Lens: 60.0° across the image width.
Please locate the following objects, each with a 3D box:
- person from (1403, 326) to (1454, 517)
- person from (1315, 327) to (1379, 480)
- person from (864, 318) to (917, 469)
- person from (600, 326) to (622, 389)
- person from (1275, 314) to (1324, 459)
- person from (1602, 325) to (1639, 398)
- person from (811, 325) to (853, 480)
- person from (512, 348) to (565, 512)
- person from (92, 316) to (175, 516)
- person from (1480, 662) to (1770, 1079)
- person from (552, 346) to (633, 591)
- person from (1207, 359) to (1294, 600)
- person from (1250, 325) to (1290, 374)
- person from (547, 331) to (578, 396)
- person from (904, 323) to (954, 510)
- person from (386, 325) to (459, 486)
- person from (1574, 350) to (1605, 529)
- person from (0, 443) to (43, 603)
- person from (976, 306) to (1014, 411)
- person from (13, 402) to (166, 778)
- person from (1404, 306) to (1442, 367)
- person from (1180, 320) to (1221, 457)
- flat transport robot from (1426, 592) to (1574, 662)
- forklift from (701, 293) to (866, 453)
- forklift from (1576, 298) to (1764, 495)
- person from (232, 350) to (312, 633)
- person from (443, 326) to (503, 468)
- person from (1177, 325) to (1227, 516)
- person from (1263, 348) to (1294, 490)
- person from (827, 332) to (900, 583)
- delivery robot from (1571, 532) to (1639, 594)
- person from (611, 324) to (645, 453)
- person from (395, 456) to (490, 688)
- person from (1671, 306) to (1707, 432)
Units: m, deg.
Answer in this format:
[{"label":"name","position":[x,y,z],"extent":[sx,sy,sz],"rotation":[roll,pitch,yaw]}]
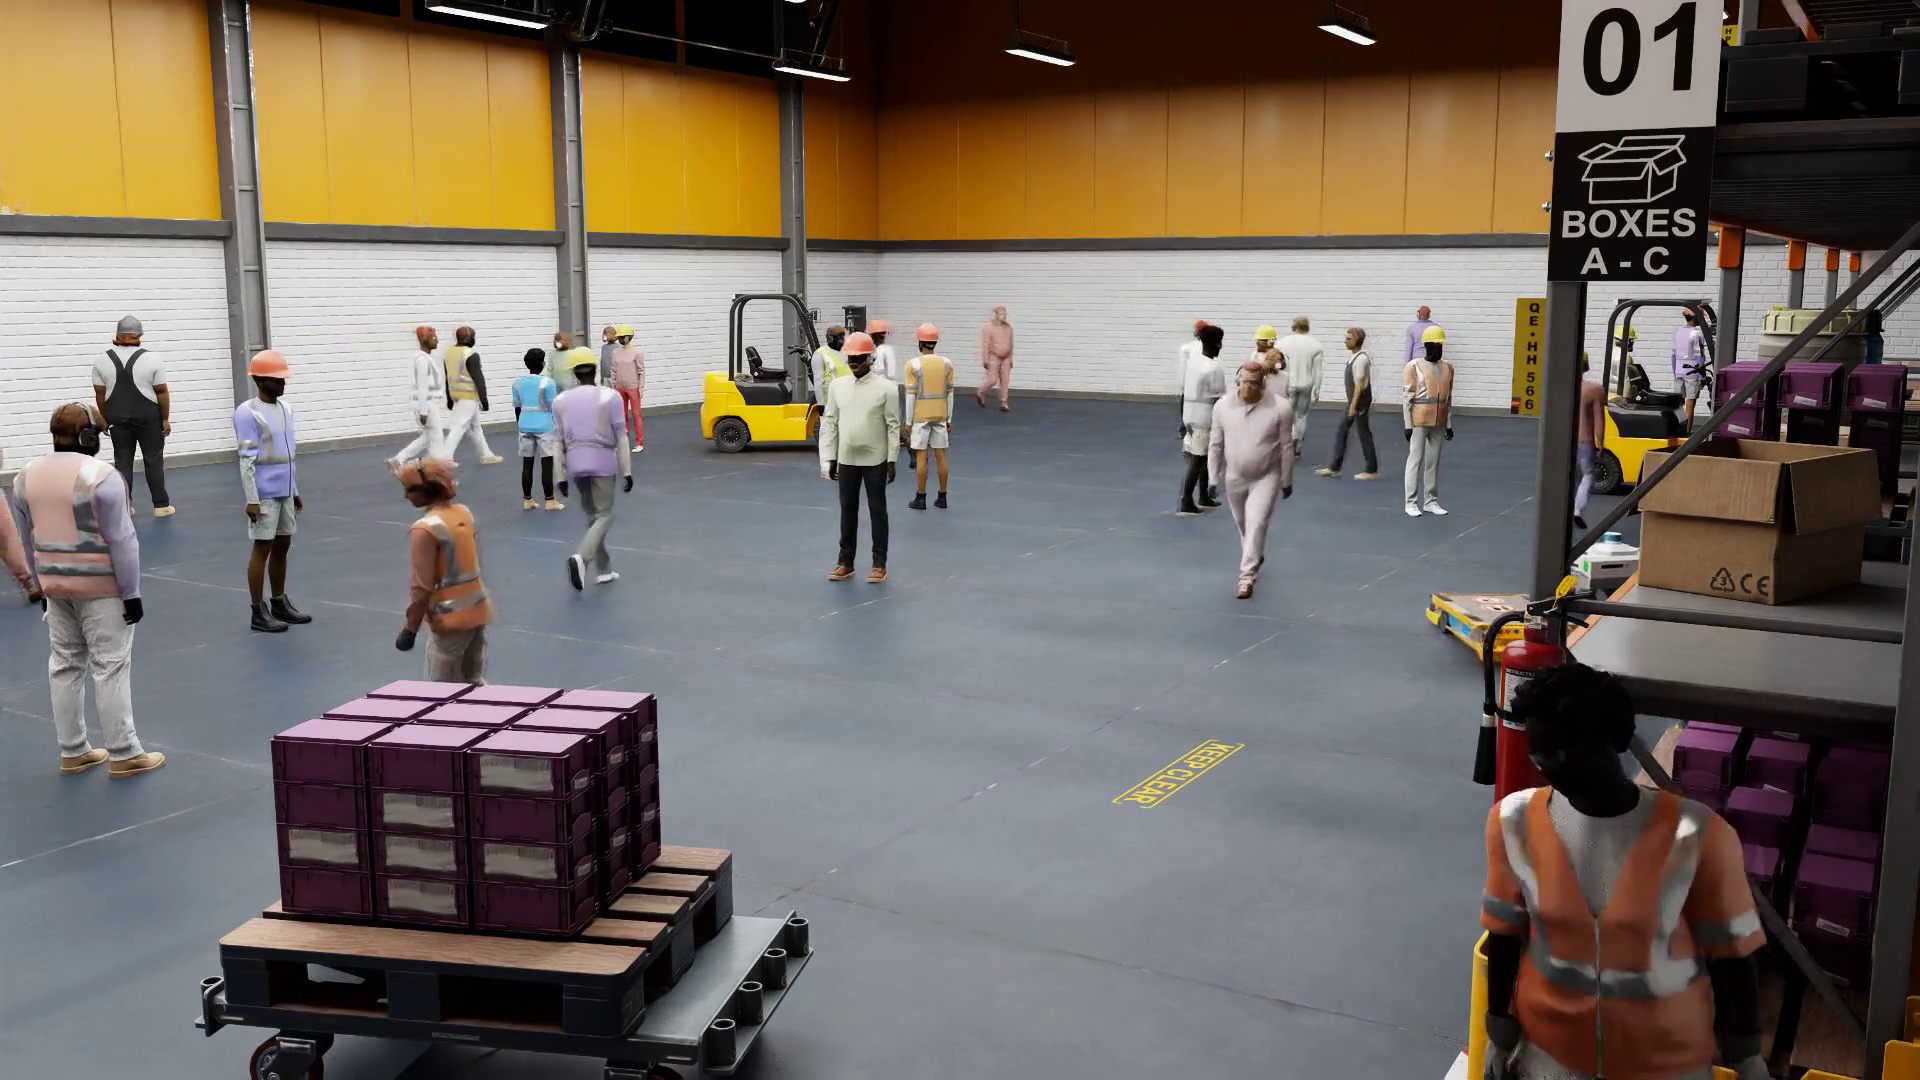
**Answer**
[{"label":"person","position":[4.761,-1.205,16.888],"extent":[0.587,1.930,0.362],"rotation":[-4,10,-22]},{"label":"person","position":[4.605,-1.605,19.718],"extent":[0.850,1.815,0.536],"rotation":[0,9,2]},{"label":"person","position":[-0.888,-1.776,20.495],"extent":[0.777,1.918,0.556],"rotation":[3,10,18]},{"label":"person","position":[-5.462,-2.529,26.070],"extent":[0.507,1.632,0.274],"rotation":[7,12,39]},{"label":"person","position":[4.458,-2.004,21.894],"extent":[0.649,1.922,0.624],"rotation":[1,9,5]},{"label":"person","position":[8.273,-1.788,20.876],"extent":[0.405,1.824,0.586],"rotation":[0,9,-2]},{"label":"person","position":[-1.483,-1.652,19.953],"extent":[0.429,1.845,0.627],"rotation":[8,12,40]},{"label":"person","position":[-4.355,-1.132,17.158],"extent":[0.532,1.696,0.319],"rotation":[3,10,19]},{"label":"person","position":[-8.322,-1.249,16.817],"extent":[0.689,2.000,0.538],"rotation":[-1,9,-8]},{"label":"person","position":[1.433,1.077,3.487],"extent":[0.688,1.661,0.336],"rotation":[5,11,30]},{"label":"person","position":[-2.887,-0.549,12.910],"extent":[0.620,1.894,0.789],"rotation":[2,9,13]},{"label":"person","position":[2.277,-0.517,12.978],"extent":[0.662,1.824,1.120],"rotation":[4,10,25]},{"label":"person","position":[3.772,-1.741,20.548],"extent":[0.403,1.828,0.594],"rotation":[-8,12,-39]},{"label":"person","position":[-5.841,-2.286,24.641],"extent":[0.503,1.611,0.646],"rotation":[4,10,24]},{"label":"person","position":[-0.331,-1.283,17.337],"extent":[0.545,1.942,0.352],"rotation":[-4,10,-25]},{"label":"person","position":[-6.193,-1.523,19.070],"extent":[0.697,1.867,0.575],"rotation":[-4,10,-21]},{"label":"person","position":[5.842,-0.952,15.812],"extent":[0.553,1.752,0.351],"rotation":[5,10,29]},{"label":"person","position":[-7.092,-0.404,12.092],"extent":[0.966,1.860,0.673],"rotation":[-1,9,-6]},{"label":"person","position":[0.643,-3.245,29.746],"extent":[0.662,1.892,0.629],"rotation":[-6,11,-34]},{"label":"person","position":[-4.241,0.248,8.111],"extent":[0.623,1.839,0.429],"rotation":[3,9,16]},{"label":"person","position":[7.885,-3.034,28.372],"extent":[0.636,1.911,0.404],"rotation":[-1,9,-4]},{"label":"person","position":[3.231,-2.037,22.384],"extent":[0.613,1.843,0.968],"rotation":[4,10,24]},{"label":"flat transport robot","position":[3.612,0.561,11.026],"extent":[0.652,0.197,1.431],"rotation":[0,9,0]},{"label":"forklift","position":[-2.458,-2.344,23.176],"extent":[2.313,2.155,1.214],"rotation":[0,9,-2]},{"label":"forklift","position":[7.954,-1.589,18.462],"extent":[2.313,2.155,1.214],"rotation":[5,11,30]},{"label":"person","position":[-4.720,-0.341,11.471],"extent":[0.375,1.935,0.551],"rotation":[2,9,12]},{"label":"person","position":[-6.279,-1.815,21.137],"extent":[0.644,1.796,0.972],"rotation":[9,13,43]},{"label":"person","position":[2.534,-1.206,16.866],"extent":[0.741,1.934,0.606],"rotation":[-3,10,-20]},{"label":"person","position":[3.520,-1.333,18.636],"extent":[0.532,1.619,0.355],"rotation":[-5,10,-29]},{"label":"person","position":[-0.779,-0.652,13.229],"extent":[0.612,1.994,0.394],"rotation":[3,10,20]},{"label":"delivery robot","position":[4.773,0.189,12.175],"extent":[0.707,0.478,0.477],"rotation":[-2,9,-15]},{"label":"person","position":[-4.577,-2.080,22.860],"extent":[0.534,1.767,0.316],"rotation":[4,10,24]},{"label":"person","position":[-2.383,0.407,7.850],"extent":[0.473,1.607,0.558],"rotation":[1,9,7]},{"label":"person","position":[10.432,-2.365,23.774],"extent":[0.377,2.044,0.608],"rotation":[-3,10,-17]}]
